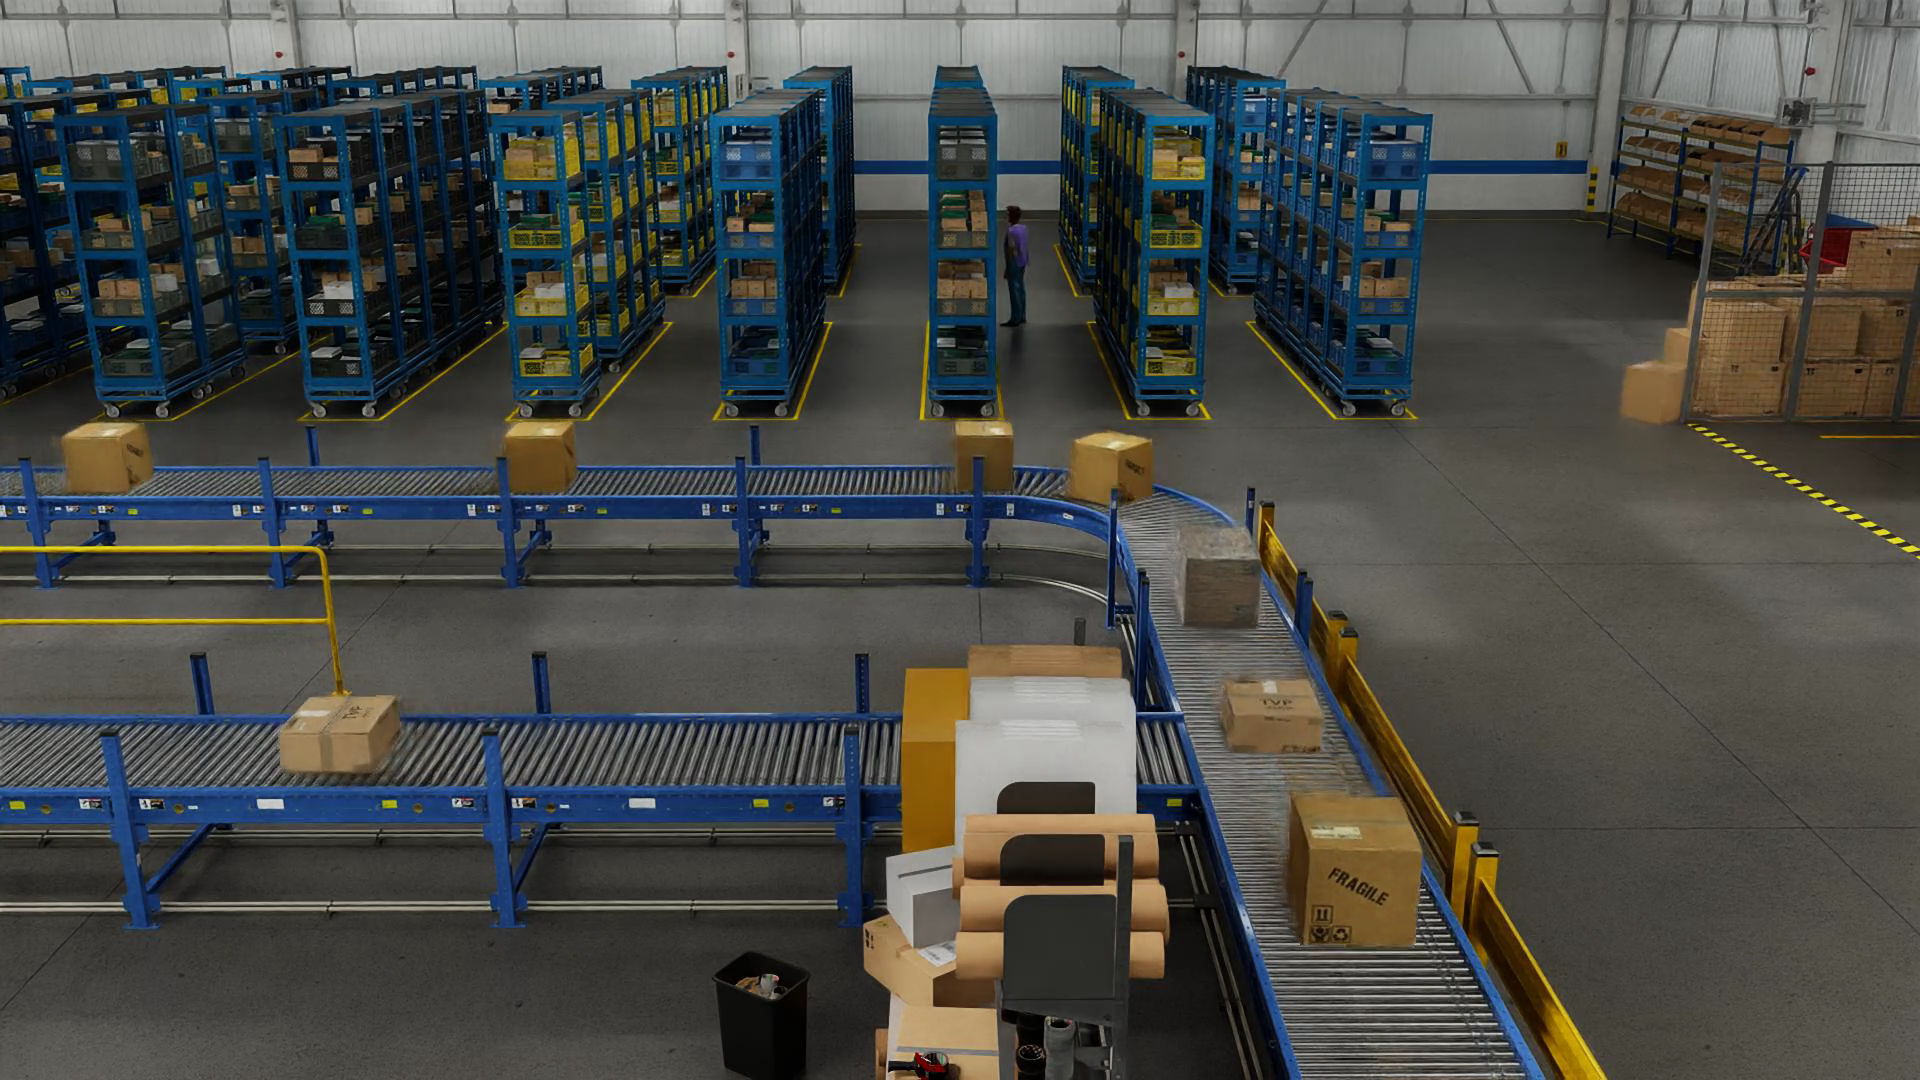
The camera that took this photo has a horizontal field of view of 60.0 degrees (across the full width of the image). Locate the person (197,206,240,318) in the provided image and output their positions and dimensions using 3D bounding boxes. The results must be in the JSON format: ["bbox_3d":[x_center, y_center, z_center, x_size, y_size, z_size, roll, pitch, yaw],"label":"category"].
[{"bbox_3d":[-11.572,-4.306,25.983,0.587,1.802,0.428,-6,19,-19],"label":"person"}]

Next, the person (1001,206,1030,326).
[{"bbox_3d":[0.875,-4.215,25.657,0.377,1.833,0.605,9,20,27],"label":"person"}]
